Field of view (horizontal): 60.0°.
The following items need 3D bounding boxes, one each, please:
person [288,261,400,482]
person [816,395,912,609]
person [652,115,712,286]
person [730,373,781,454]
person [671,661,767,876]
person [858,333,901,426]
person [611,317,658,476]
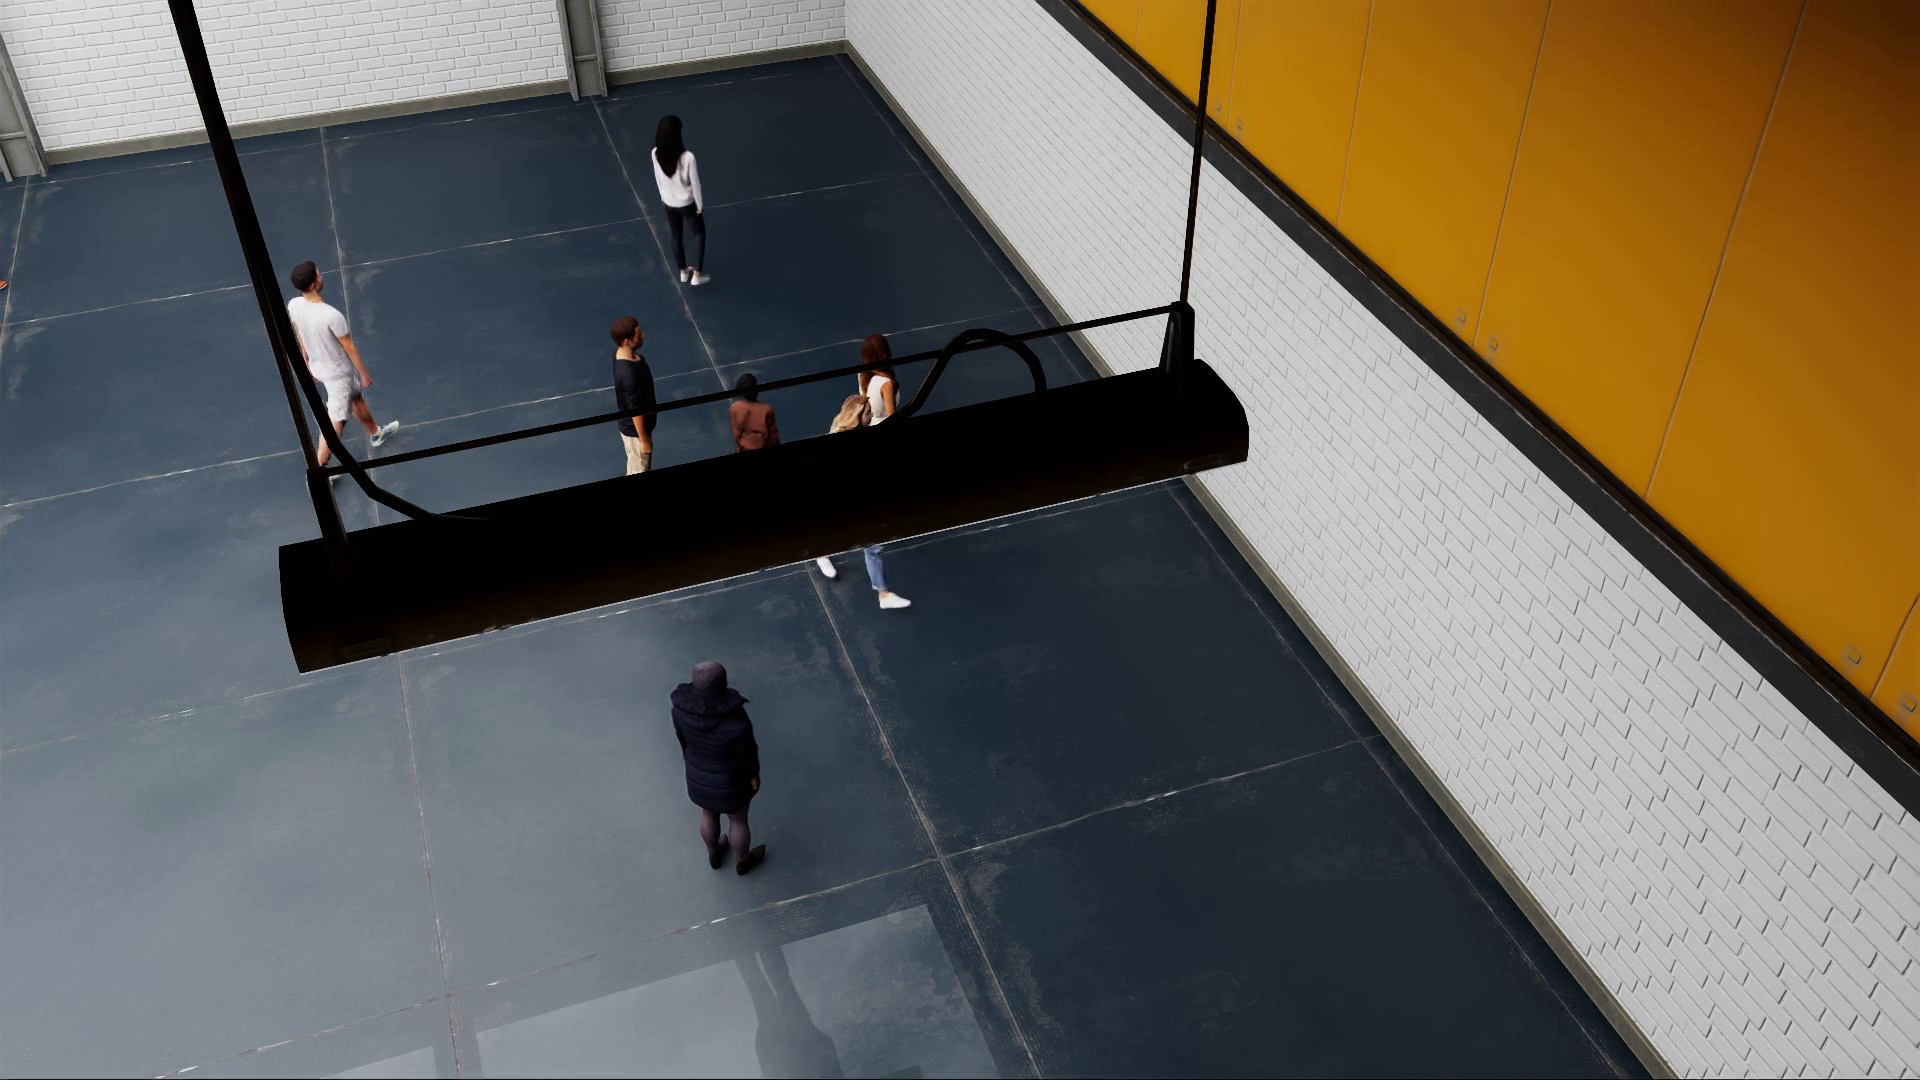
[{"bbox_3d":[-4.971,-1.281,13.007,1.191,1.813,1.322,21,43,24],"label":"person"},{"bbox_3d":[-0.847,-0.305,11.913,1.221,1.652,1.062,-31,48,-33],"label":"person"},{"bbox_3d":[-2.617,-3.112,15.391,0.725,1.699,0.803,9,39,11],"label":"person"},{"bbox_3d":[-1.576,-0.700,12.734,0.679,1.246,0.733,8,39,10],"label":"person"},{"bbox_3d":[-1.422,1.350,9.823,0.791,1.675,0.863,13,40,15],"label":"person"},{"bbox_3d":[-0.609,-0.757,12.372,0.605,1.786,0.636,-24,44,-27],"label":"person"},{"bbox_3d":[-2.432,-0.855,12.440,0.545,1.854,0.633,-11,40,-13],"label":"person"}]
